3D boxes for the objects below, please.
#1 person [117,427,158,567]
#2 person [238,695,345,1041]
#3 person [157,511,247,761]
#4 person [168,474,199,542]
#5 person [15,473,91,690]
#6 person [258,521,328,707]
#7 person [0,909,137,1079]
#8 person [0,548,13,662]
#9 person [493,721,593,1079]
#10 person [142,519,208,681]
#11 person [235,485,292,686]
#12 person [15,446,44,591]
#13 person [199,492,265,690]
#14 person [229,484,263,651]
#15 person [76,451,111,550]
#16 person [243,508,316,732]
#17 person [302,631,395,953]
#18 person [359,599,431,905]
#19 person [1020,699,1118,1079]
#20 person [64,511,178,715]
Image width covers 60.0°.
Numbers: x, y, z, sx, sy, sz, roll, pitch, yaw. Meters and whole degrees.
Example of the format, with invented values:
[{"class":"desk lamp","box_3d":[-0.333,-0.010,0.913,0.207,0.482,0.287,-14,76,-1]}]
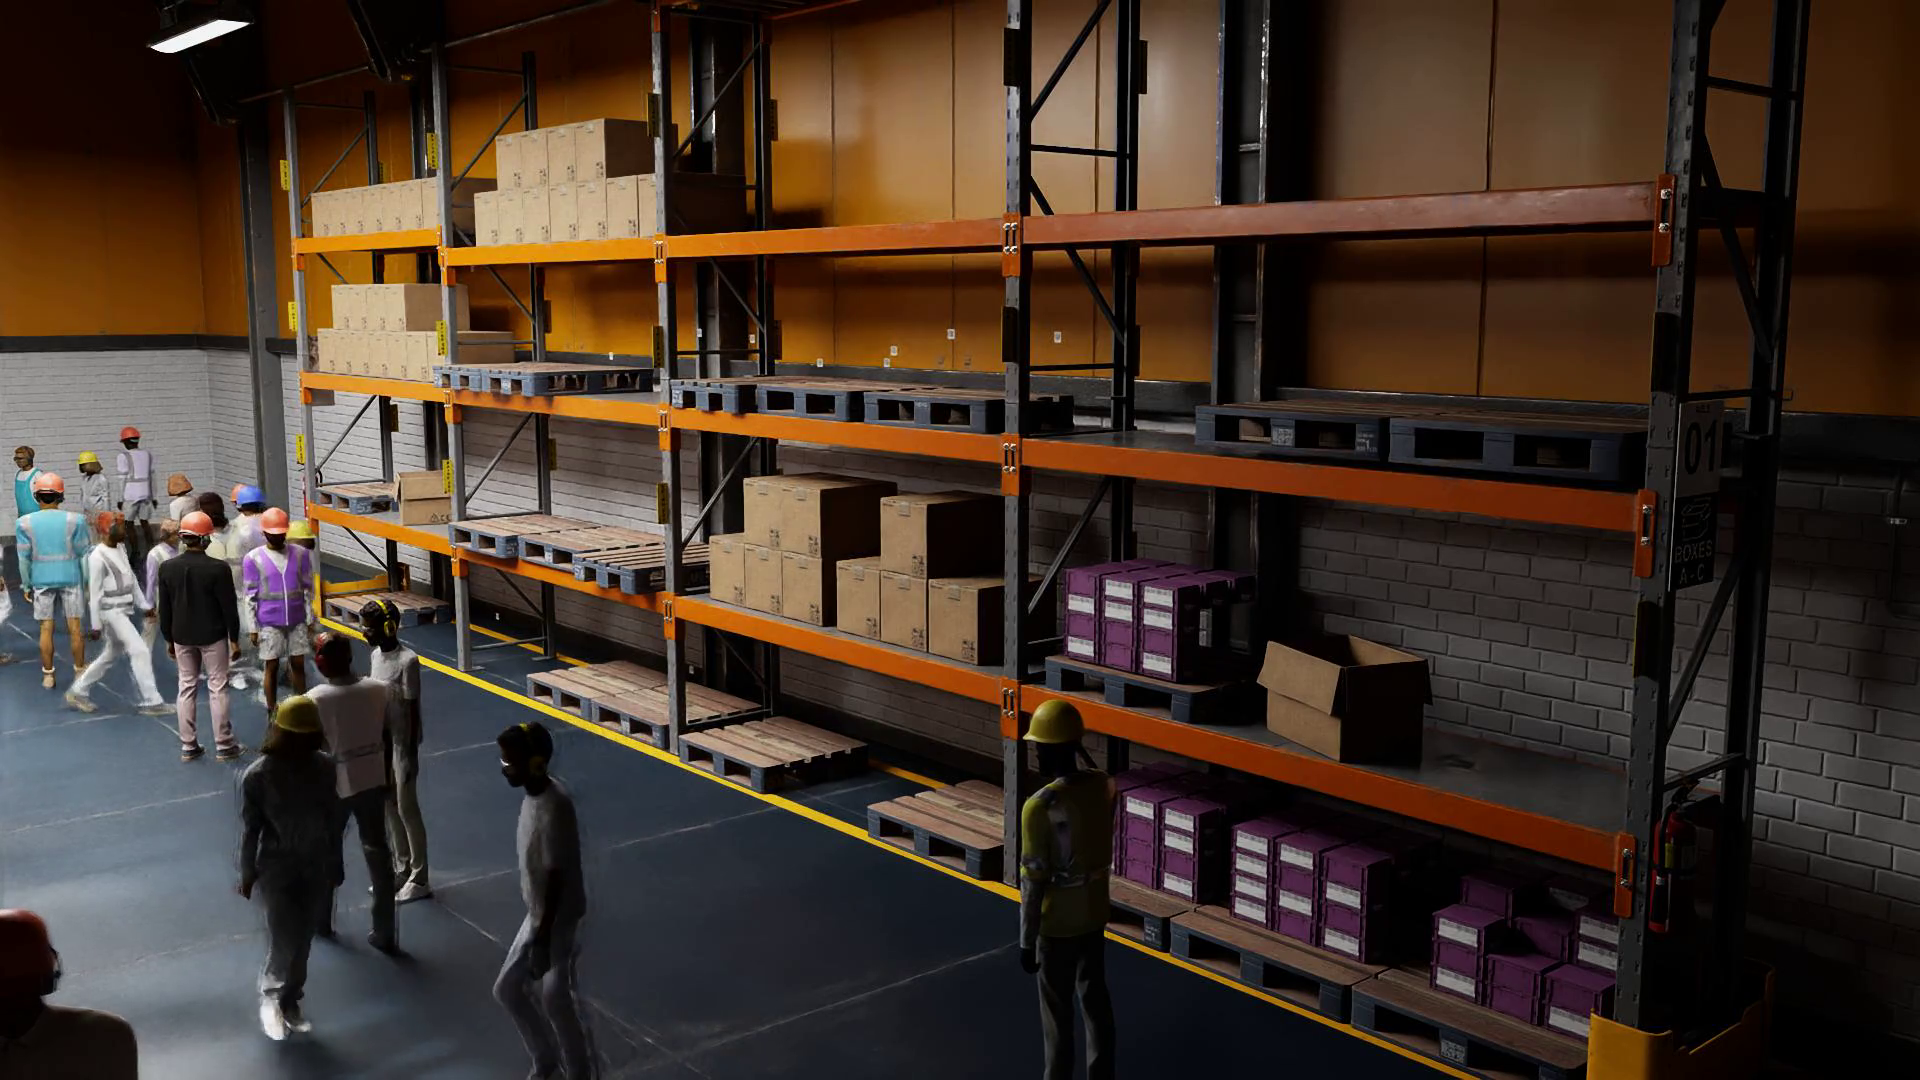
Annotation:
[{"class":"person","box_3d":[-11.339,-0.593,22.908,0.543,1.911,0.681,4,9,25]},{"class":"person","box_3d":[-3.291,1.608,8.241,0.430,1.715,0.500,6,10,37]},{"class":"person","box_3d":[-6.001,0.767,13.174,0.622,1.994,0.381,0,8,2]},{"class":"person","box_3d":[-9.094,0.039,19.520,0.282,1.628,0.504,1,8,6]},{"class":"person","box_3d":[-8.493,0.389,15.637,0.608,2.044,0.372,-3,9,-22]},{"class":"person","box_3d":[-5.937,0.671,14.884,0.843,1.710,0.491,1,8,8]},{"class":"person","box_3d":[-2.629,1.990,4.715,0.618,1.986,0.408,-4,9,-23]},{"class":"person","box_3d":[-9.722,0.351,16.488,0.640,1.871,0.724,2,8,12]},{"class":"person","box_3d":[-1.857,1.685,7.319,0.556,1.841,0.555,-4,9,-26]},{"class":"person","box_3d":[-7.490,0.591,15.794,0.791,1.582,0.525,2,9,17]},{"class":"person","box_3d":[-6.667,0.429,15.862,0.949,1.911,0.611,6,10,35]},{"class":"person","box_3d":[-11.703,-0.273,20.969,0.501,1.839,0.340,5,9,29]},{"class":"person","box_3d":[-6.882,0.474,15.630,0.638,1.884,0.414,-6,10,-36]},{"class":"person","box_3d":[-7.430,0.288,17.383,0.353,1.743,0.565,3,9,18]},{"class":"person","box_3d":[-11.134,-0.287,21.437,0.494,1.730,0.390,3,9,22]},{"class":"person","box_3d":[-5.737,0.677,14.060,0.548,1.924,0.387,-7,11,-40]},{"class":"person","box_3d":[-3.513,1.400,9.425,0.892,1.797,0.607,7,10,38]},{"class":"person","box_3d":[-3.456,1.276,10.138,0.528,1.856,0.349,8,11,43]},{"class":"person","box_3d":[0.455,1.648,7.345,0.583,1.917,0.404,-8,11,-44]},{"class":"person","box_3d":[-7.451,0.644,14.646,0.973,1.820,0.559,-2,8,-12]}]
